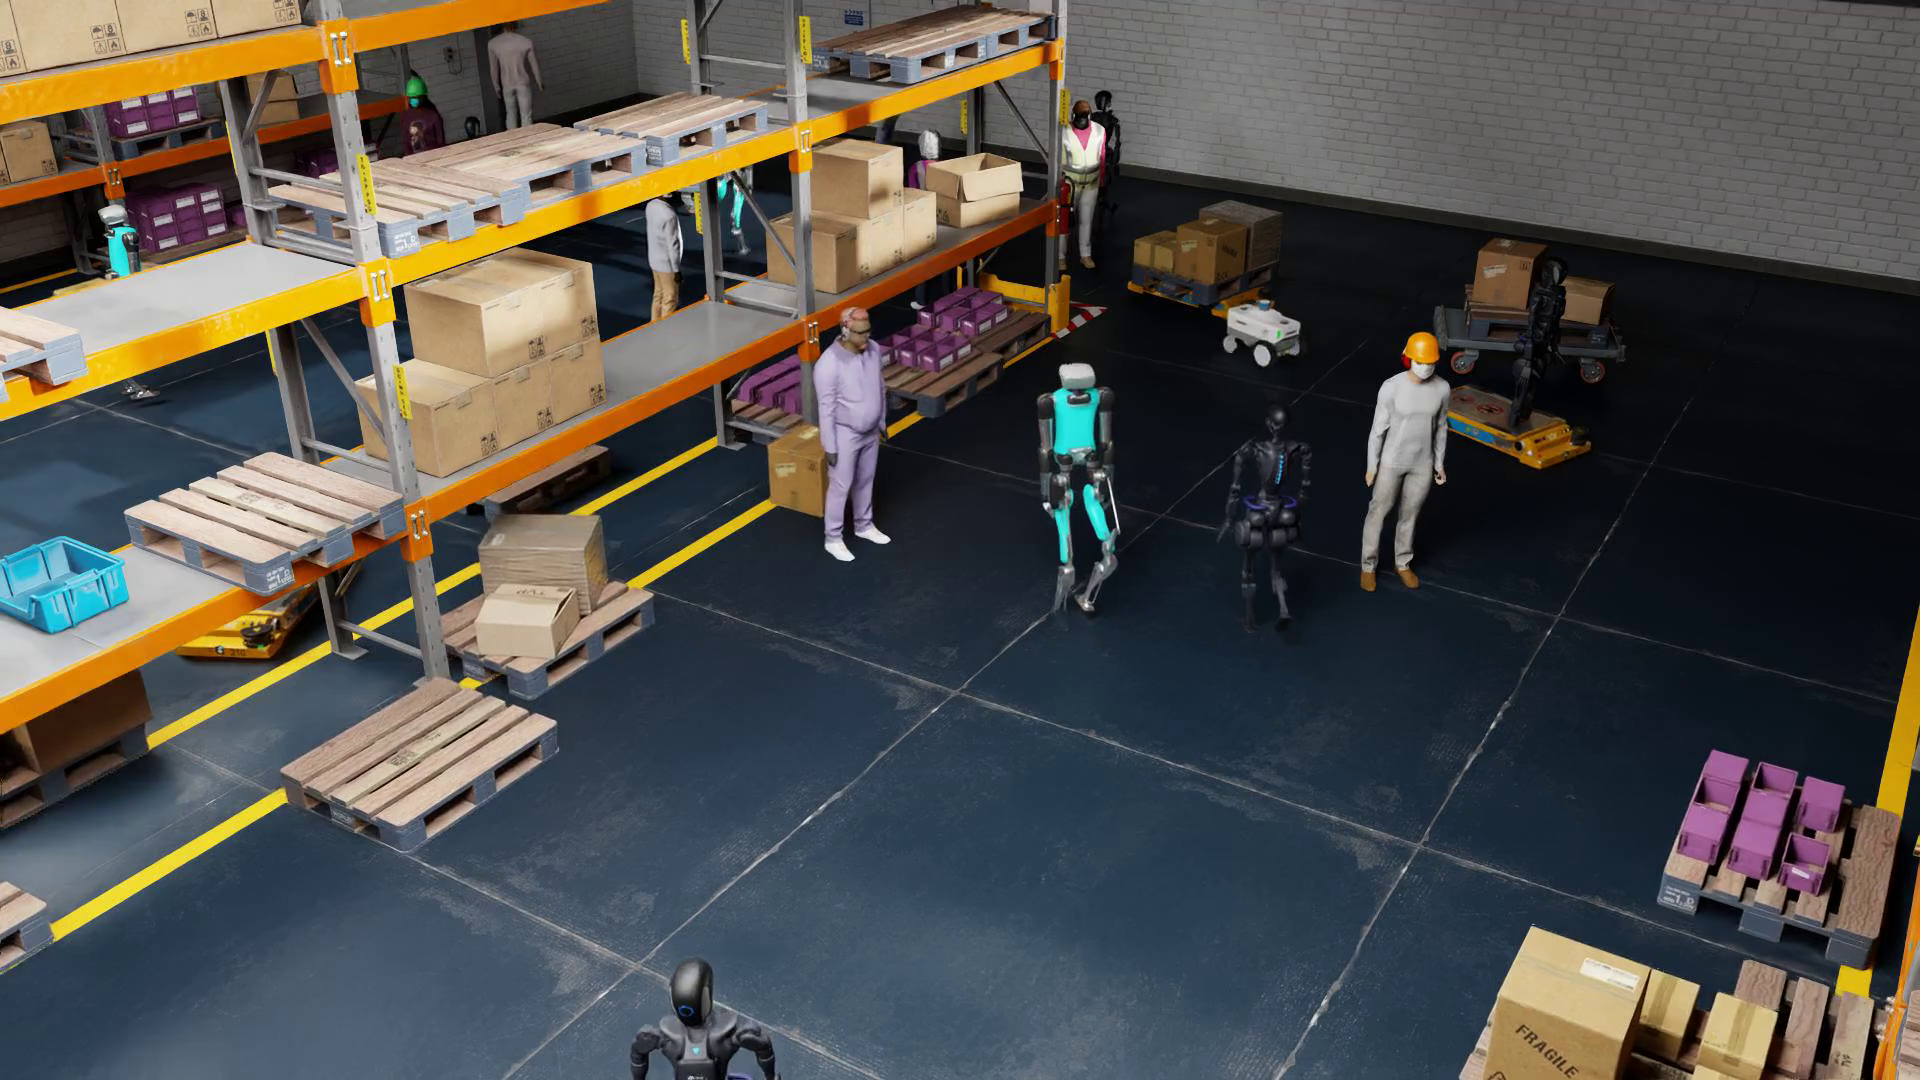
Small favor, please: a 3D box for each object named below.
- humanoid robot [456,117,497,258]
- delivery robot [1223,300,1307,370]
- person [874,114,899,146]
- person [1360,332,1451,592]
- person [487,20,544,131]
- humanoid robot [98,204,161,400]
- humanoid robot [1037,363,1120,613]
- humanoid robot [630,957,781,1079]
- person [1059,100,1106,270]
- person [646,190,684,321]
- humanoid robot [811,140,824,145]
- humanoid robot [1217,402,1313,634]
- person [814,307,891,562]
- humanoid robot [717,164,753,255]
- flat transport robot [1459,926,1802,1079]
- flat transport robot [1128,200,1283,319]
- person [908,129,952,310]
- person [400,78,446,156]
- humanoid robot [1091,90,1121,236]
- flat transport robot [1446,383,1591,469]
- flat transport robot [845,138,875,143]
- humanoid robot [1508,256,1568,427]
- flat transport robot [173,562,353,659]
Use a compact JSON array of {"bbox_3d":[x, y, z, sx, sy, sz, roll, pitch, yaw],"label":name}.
[{"bbox_3d":[-5.207,-3.820,18.179,0.612,1.644,0.475,-2,27,-5],"label":"humanoid robot"},{"bbox_3d":[2.880,-1.973,15.773,0.499,0.598,0.798,-19,33,-33],"label":"delivery robot"},{"bbox_3d":[-0.952,-5.395,21.326,0.331,1.625,0.550,5,27,10],"label":"person"},{"bbox_3d":[3.082,-0.540,11.468,0.565,1.896,0.376,-3,27,-6],"label":"person"},{"bbox_3d":[-5.971,-6.135,22.450,0.646,1.932,0.459,1,27,2],"label":"person"},{"bbox_3d":[-7.379,-2.016,14.401,0.735,1.677,0.533,-23,35,-37],"label":"humanoid robot"},{"bbox_3d":[0.832,-0.217,11.062,0.538,1.835,0.748,-7,28,-13],"label":"humanoid robot"},{"bbox_3d":[-0.912,2.202,6.329,0.603,1.639,0.660,-1,27,-1],"label":"humanoid robot"},{"bbox_3d":[1.292,-3.849,18.046,0.630,1.840,0.429,-7,28,-14],"label":"person"},{"bbox_3d":[-2.763,-2.658,15.814,0.380,1.739,0.578,-14,30,-26],"label":"person"},{"bbox_3d":[-1.594,-3.046,16.606,0.542,1.781,0.868,24,35,39],"label":"humanoid robot"},{"bbox_3d":[2.009,-0.103,10.856,0.587,1.646,0.477,-5,27,-9],"label":"humanoid robot"},{"bbox_3d":[-0.740,-0.767,11.923,0.399,1.895,0.654,19,33,33],"label":"person"},{"bbox_3d":[-2.596,-3.853,18.224,0.532,1.778,0.981,7,28,13],"label":"humanoid robot"},{"bbox_3d":[2.925,2.475,7.321,0.659,0.231,1.431,16,31,28],"label":"flat transport robot"},{"bbox_3d":[2.504,-2.601,17.323,0.659,0.231,1.431,-24,35,-38],"label":"flat transport robot"},{"bbox_3d":[-0.296,-3.232,16.839,0.513,1.840,0.354,-11,29,-21],"label":"person"},{"bbox_3d":[-5.967,-4.203,18.633,0.508,1.939,0.504,5,27,9],"label":"person"},{"bbox_3d":[1.715,-4.407,19.353,0.618,1.640,0.583,-22,34,-37],"label":"humanoid robot"},{"bbox_3d":[4.563,-0.987,14.143,0.659,0.231,1.431,-18,32,-31],"label":"flat transport robot"},{"bbox_3d":[-1.242,-5.128,22.303,0.659,0.231,1.431,-2,27,-4],"label":"flat transport robot"},{"bbox_3d":[4.733,-1.518,13.617,0.315,1.657,0.599,24,35,39],"label":"humanoid robot"},{"bbox_3d":[-4.768,0.375,11.459,0.659,0.231,1.431,2,27,4],"label":"flat transport robot"}]
